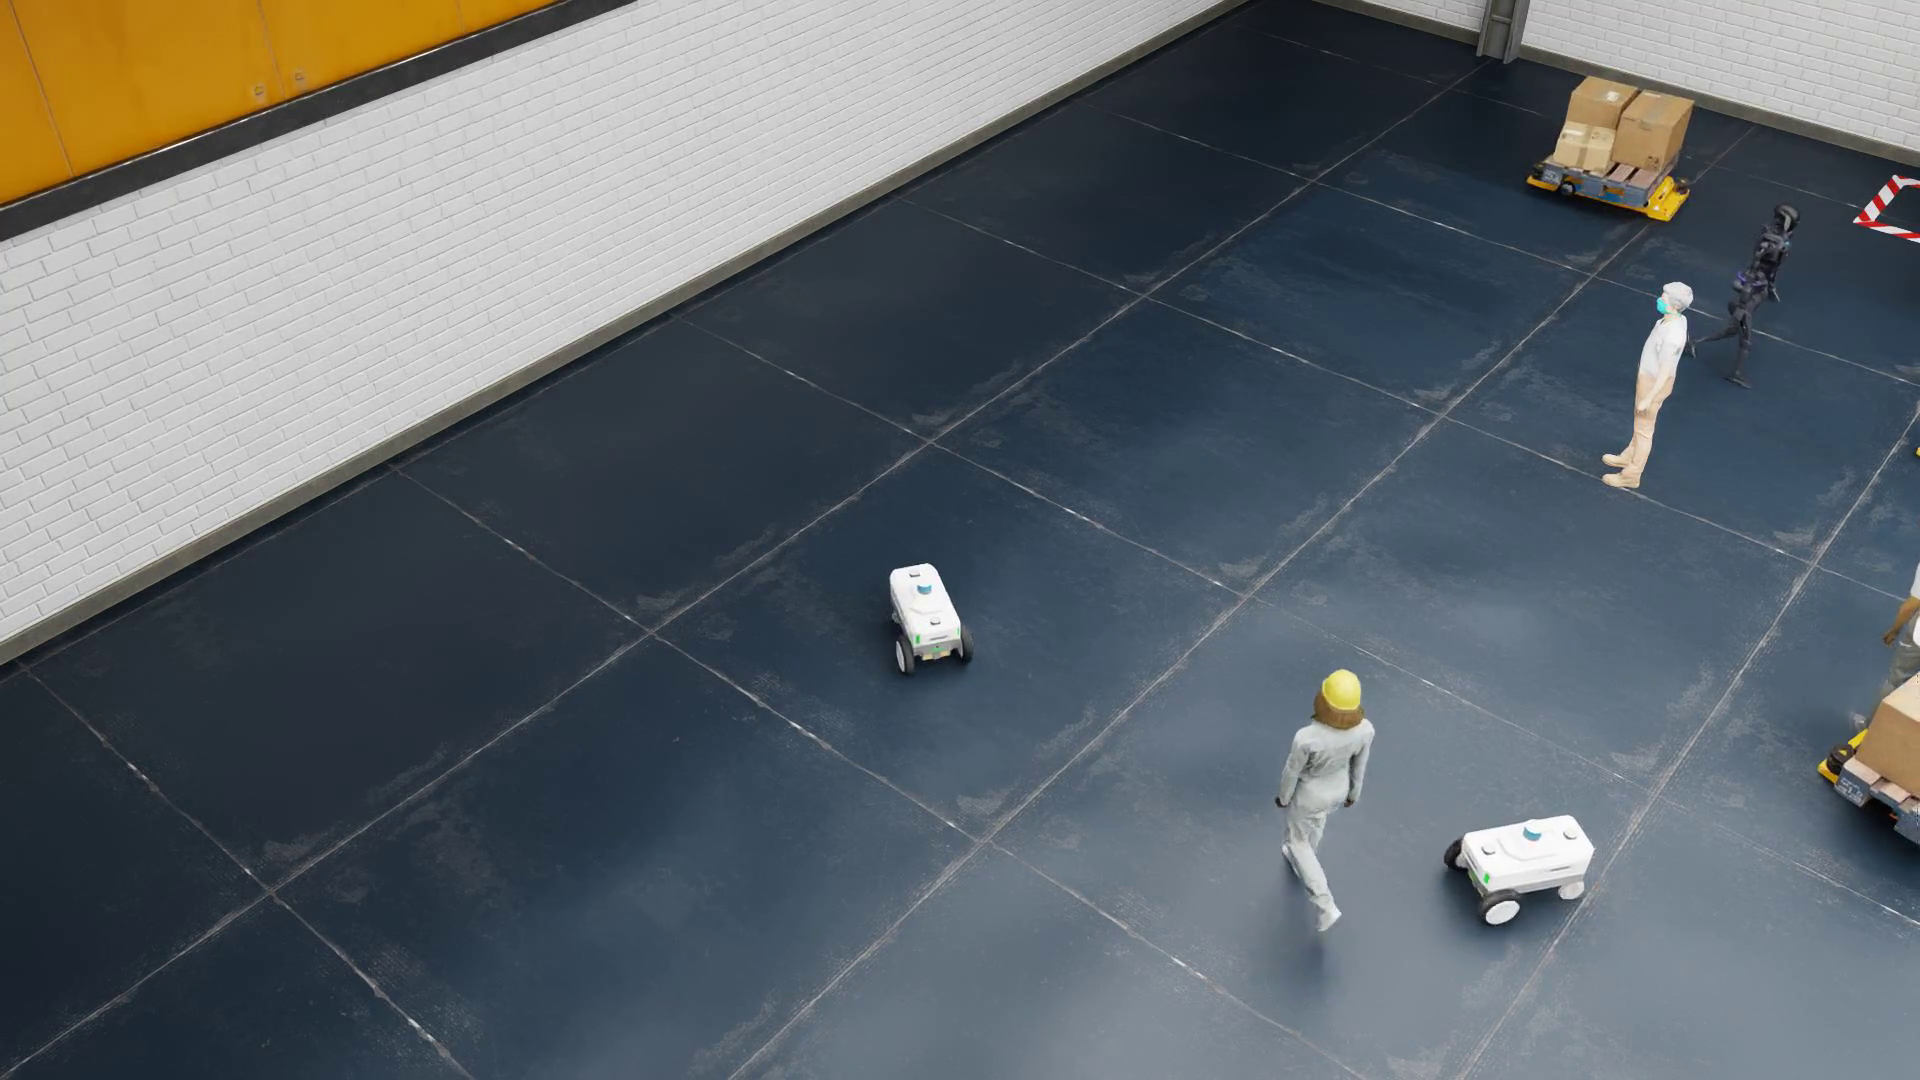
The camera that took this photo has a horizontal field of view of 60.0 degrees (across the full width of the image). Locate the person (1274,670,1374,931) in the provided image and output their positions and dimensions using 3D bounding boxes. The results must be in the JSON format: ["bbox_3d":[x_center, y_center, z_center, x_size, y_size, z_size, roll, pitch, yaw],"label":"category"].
[{"bbox_3d":[2.055,1.445,9.338,0.485,1.716,0.695,-14,41,-17],"label":"person"}]

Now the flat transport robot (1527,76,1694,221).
[{"bbox_3d":[6.535,-3.598,16.752,1.431,0.231,0.659,23,44,26],"label":"flat transport robot"}]

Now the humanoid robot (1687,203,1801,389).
[{"bbox_3d":[6.497,-2.083,13.775,0.603,1.636,0.693,-31,48,-32],"label":"humanoid robot"}]

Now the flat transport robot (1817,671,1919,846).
[{"bbox_3d":[6.131,1.652,10.236,0.659,0.231,1.431,-25,45,-27],"label":"flat transport robot"}]

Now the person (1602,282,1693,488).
[{"bbox_3d":[5.217,-1.177,12.568,0.321,1.748,0.475,12,40,15],"label":"person"}]

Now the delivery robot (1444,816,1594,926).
[{"bbox_3d":[3.295,1.866,9.723,0.750,0.570,0.499,-8,40,-10],"label":"delivery robot"}]

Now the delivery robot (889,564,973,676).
[{"bbox_3d":[-0.224,0.536,11.403,0.515,0.606,0.778,-11,40,-13],"label":"delivery robot"}]

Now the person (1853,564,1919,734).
[{"bbox_3d":[6.051,0.610,10.275,0.569,1.840,0.373,9,40,11],"label":"person"}]

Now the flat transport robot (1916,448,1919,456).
[{"bbox_3d":[8.260,-0.462,12.860,0.659,0.231,1.431,-20,43,-23],"label":"flat transport robot"}]
